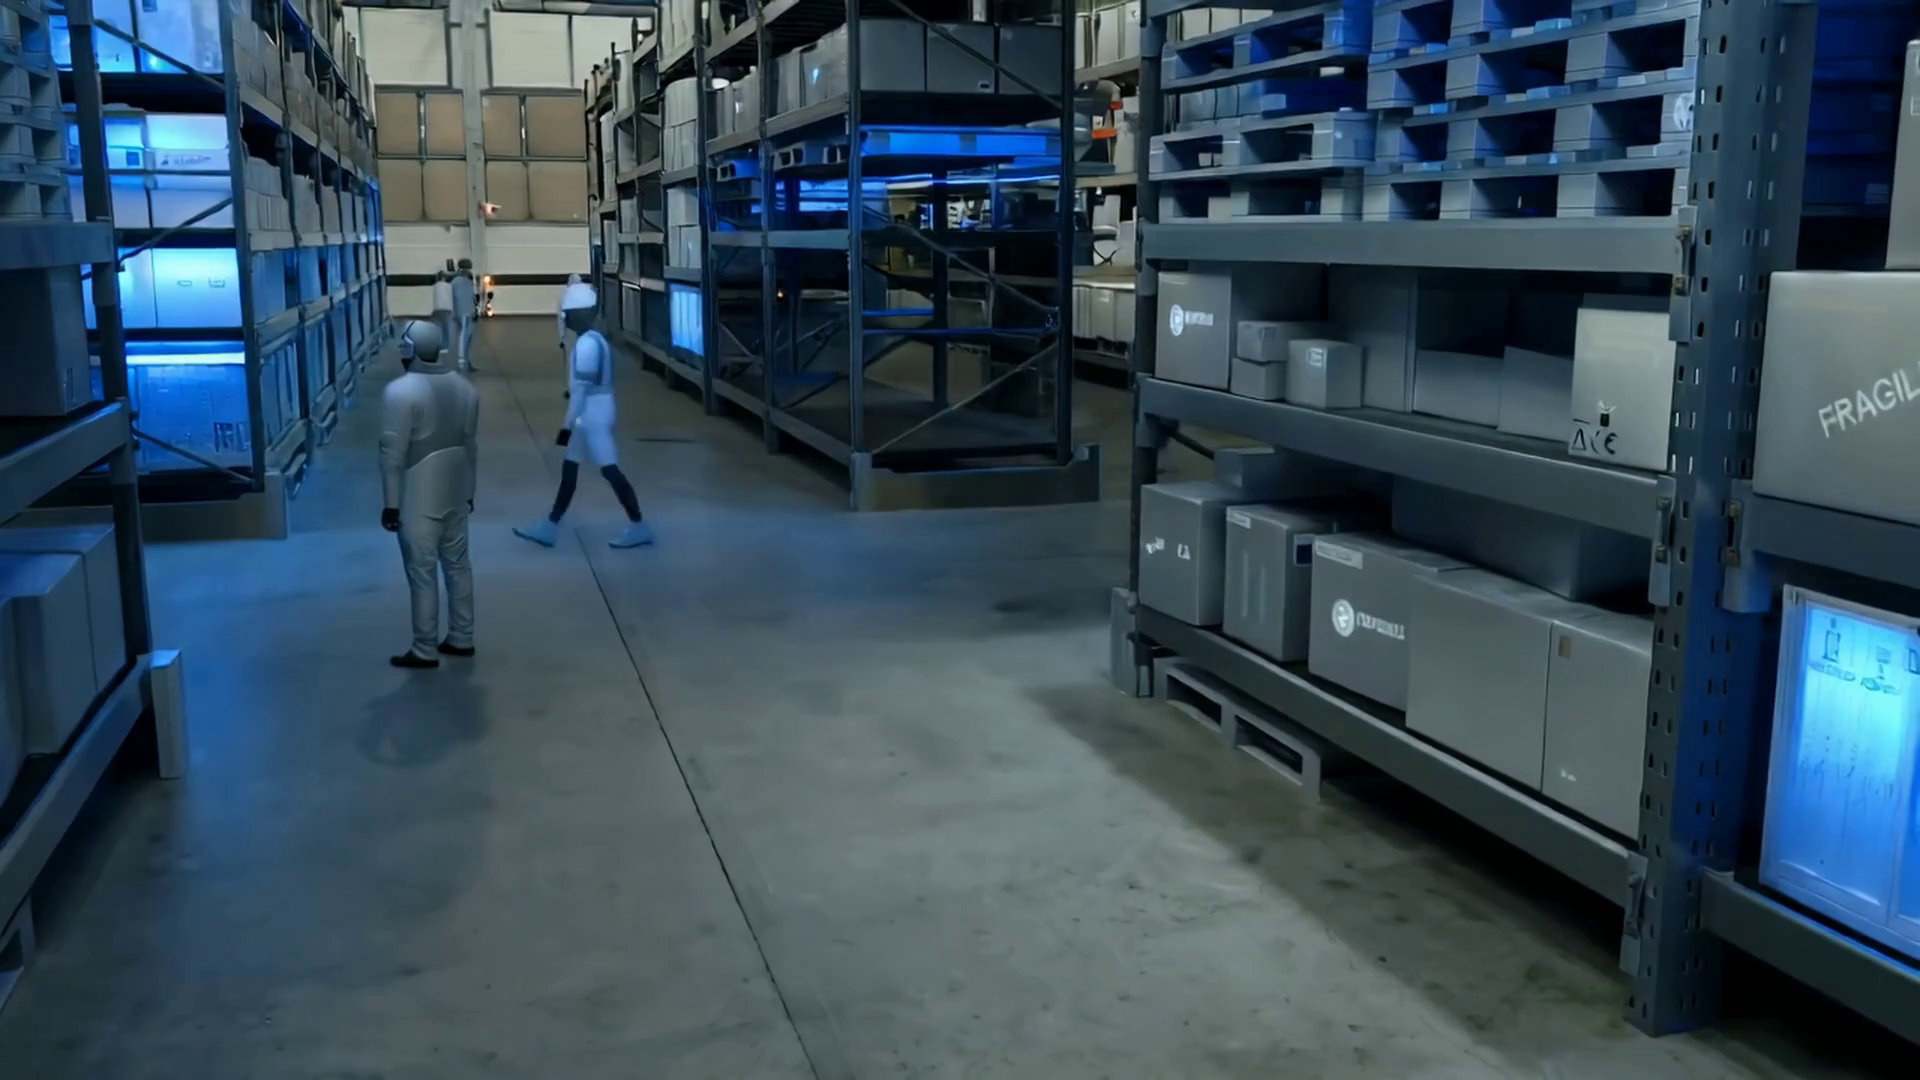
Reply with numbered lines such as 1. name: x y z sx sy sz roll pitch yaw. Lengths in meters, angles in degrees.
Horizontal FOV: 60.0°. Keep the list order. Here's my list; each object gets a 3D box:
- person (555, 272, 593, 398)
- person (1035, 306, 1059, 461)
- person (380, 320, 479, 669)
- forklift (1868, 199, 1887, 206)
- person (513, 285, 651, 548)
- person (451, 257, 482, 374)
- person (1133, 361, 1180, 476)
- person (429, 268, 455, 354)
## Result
1. person: -5.619 -2.997 24.370 0.591 1.834 0.404 -9 14 -40
2. person: 0.987 -1.651 17.575 0.288 1.626 0.497 -7 13 -34
3. person: -2.929 -0.251 9.150 0.400 1.901 0.645 5 11 25
4. forklift: 11.338 -2.915 21.052 1.129 2.768 1.873 -3 11 -17
5. person: -2.830 -0.902 12.463 1.038 1.989 0.635 -2 11 -13
6. person: -8.540 -3.873 28.724 0.376 1.997 0.612 2 10 9
7. person: 1.965 -1.478 16.443 0.554 1.680 0.441 -1 10 -7
8. person: -10.429 -4.625 33.578 0.540 1.726 0.558 -5 11 -24
